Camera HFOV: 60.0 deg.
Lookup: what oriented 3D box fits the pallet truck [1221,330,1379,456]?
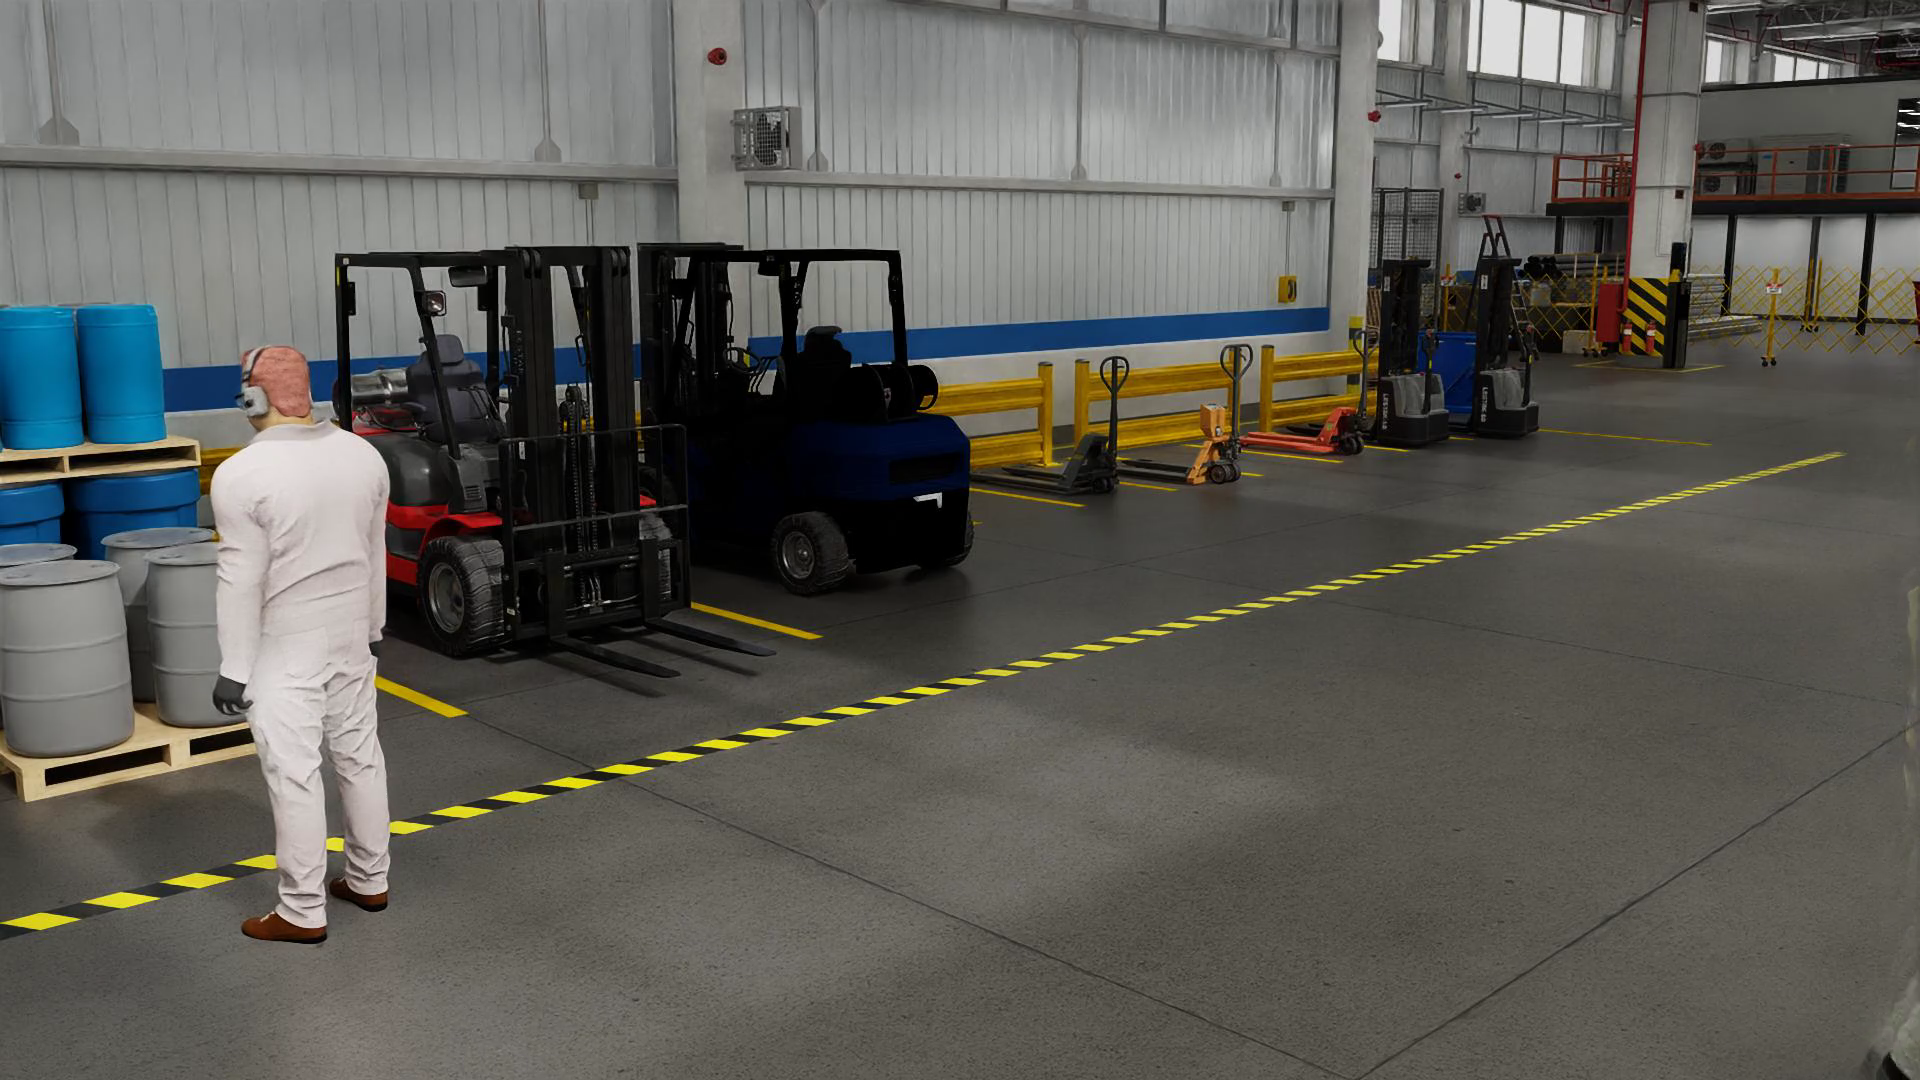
[{"bbox_3d":[3.563,-1.581,17.381,0.653,1.274,1.630,-10,14,-44],"label":"pallet truck"}]

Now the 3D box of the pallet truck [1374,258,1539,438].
[{"bbox_3d":[5.704,-2.208,18.901,1.885,1.965,0.823,10,14,43],"label":"pallet truck"}]

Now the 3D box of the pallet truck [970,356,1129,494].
[{"bbox_3d":[0.784,-1.085,14.876,0.680,1.201,1.601,-10,14,-44],"label":"pallet truck"}]

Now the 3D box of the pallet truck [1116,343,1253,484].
[{"bbox_3d":[1.962,-1.215,15.415,1.522,1.261,0.704,10,14,43],"label":"pallet truck"}]

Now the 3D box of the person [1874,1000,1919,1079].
[{"bbox_3d":[2.575,0.673,3.796,0.594,1.788,0.958,-2,11,-12],"label":"person"}]

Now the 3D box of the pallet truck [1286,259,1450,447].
[{"bbox_3d":[4.493,-2.078,18.196,0.823,1.965,1.885,-9,14,-40],"label":"pallet truck"}]

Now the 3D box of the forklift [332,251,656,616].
[{"bbox_3d":[-2.833,-0.669,9.694,1.157,1.987,2.680,-10,14,-44],"label":"forklift"}]

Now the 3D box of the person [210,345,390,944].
[{"bbox_3d":[-2.111,0.333,5.313,0.408,1.903,0.638,5,12,26],"label":"person"}]

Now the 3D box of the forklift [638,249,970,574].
[{"bbox_3d":[-1.173,-0.958,11.239,2.680,1.987,1.157,10,14,43],"label":"forklift"}]
